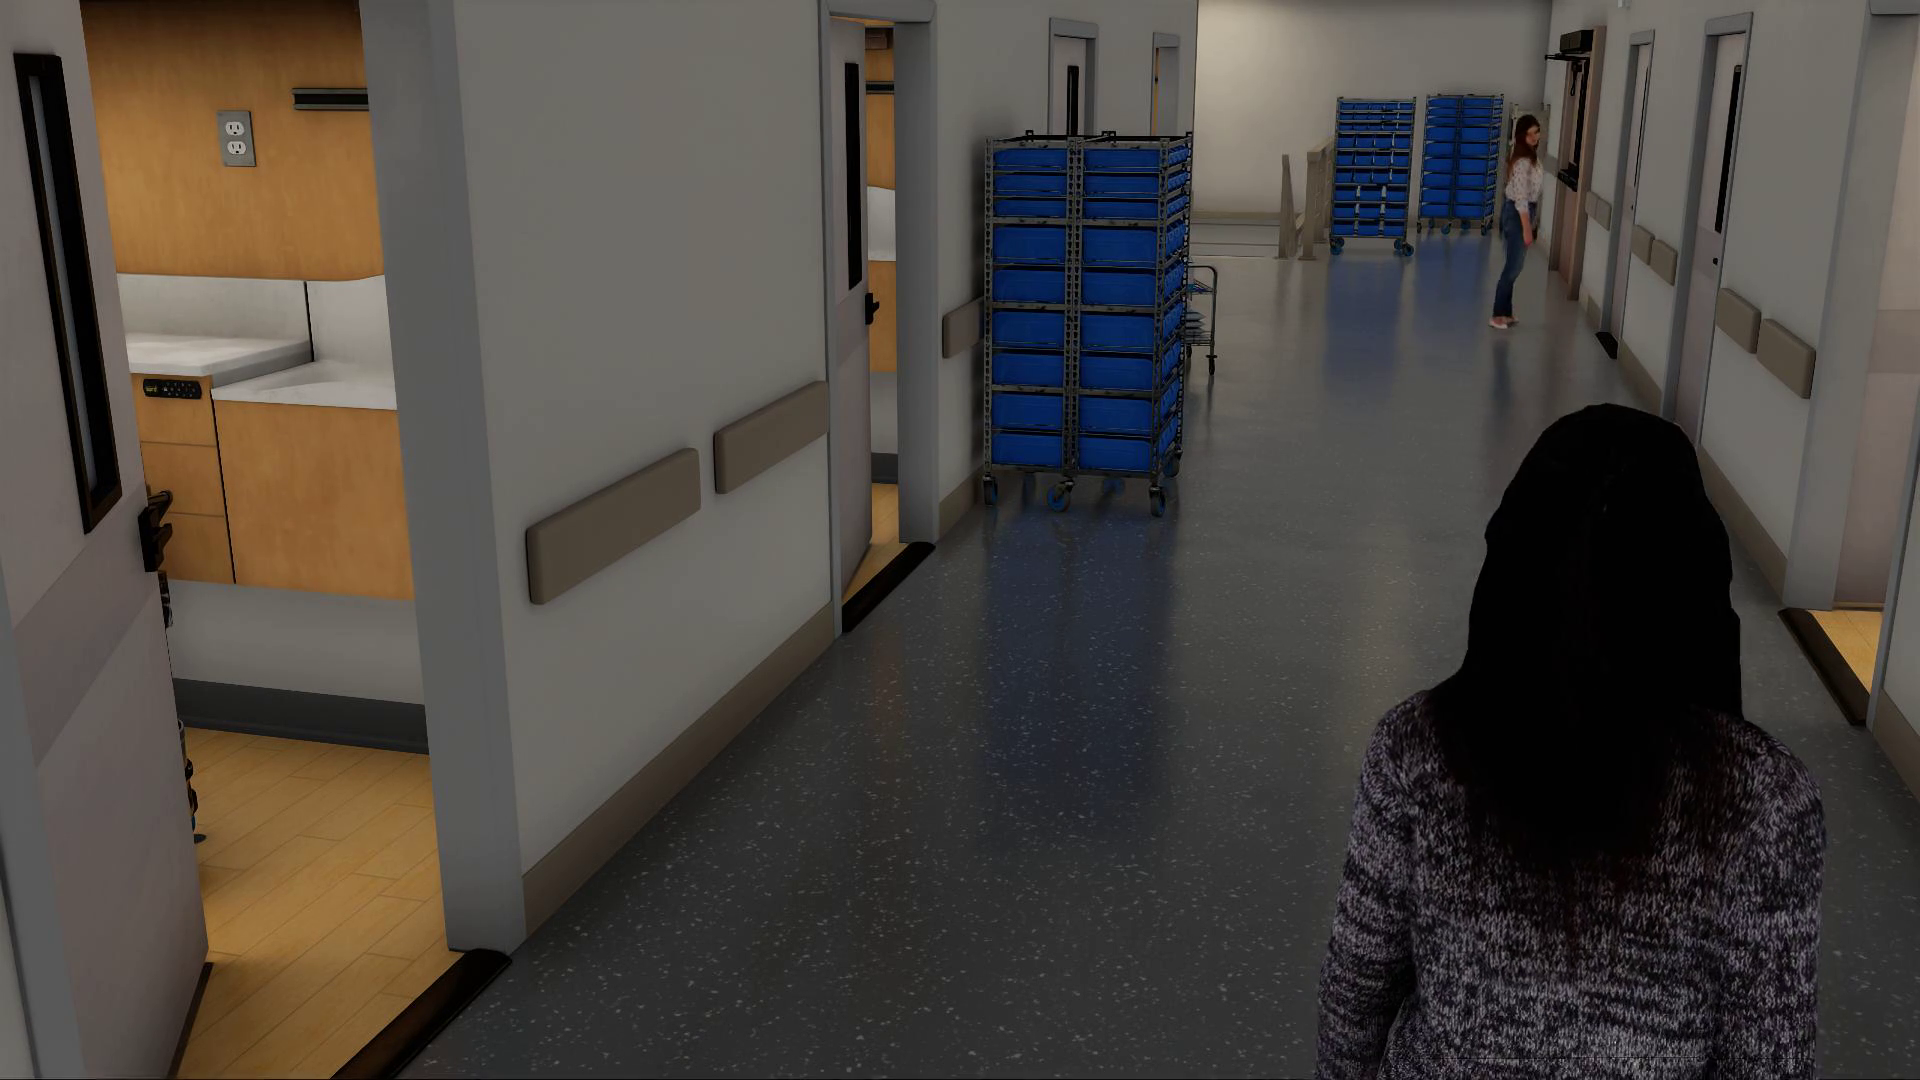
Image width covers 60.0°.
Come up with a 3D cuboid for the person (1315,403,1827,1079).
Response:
[{"bbox_3d":[0.561,0.752,1.672,0.722,1.696,1.098,6,17,21],"label":"person"}]

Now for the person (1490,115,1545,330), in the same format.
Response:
[{"bbox_3d":[4.509,-2.573,13.466,0.835,1.696,0.524,2,16,9],"label":"person"}]
